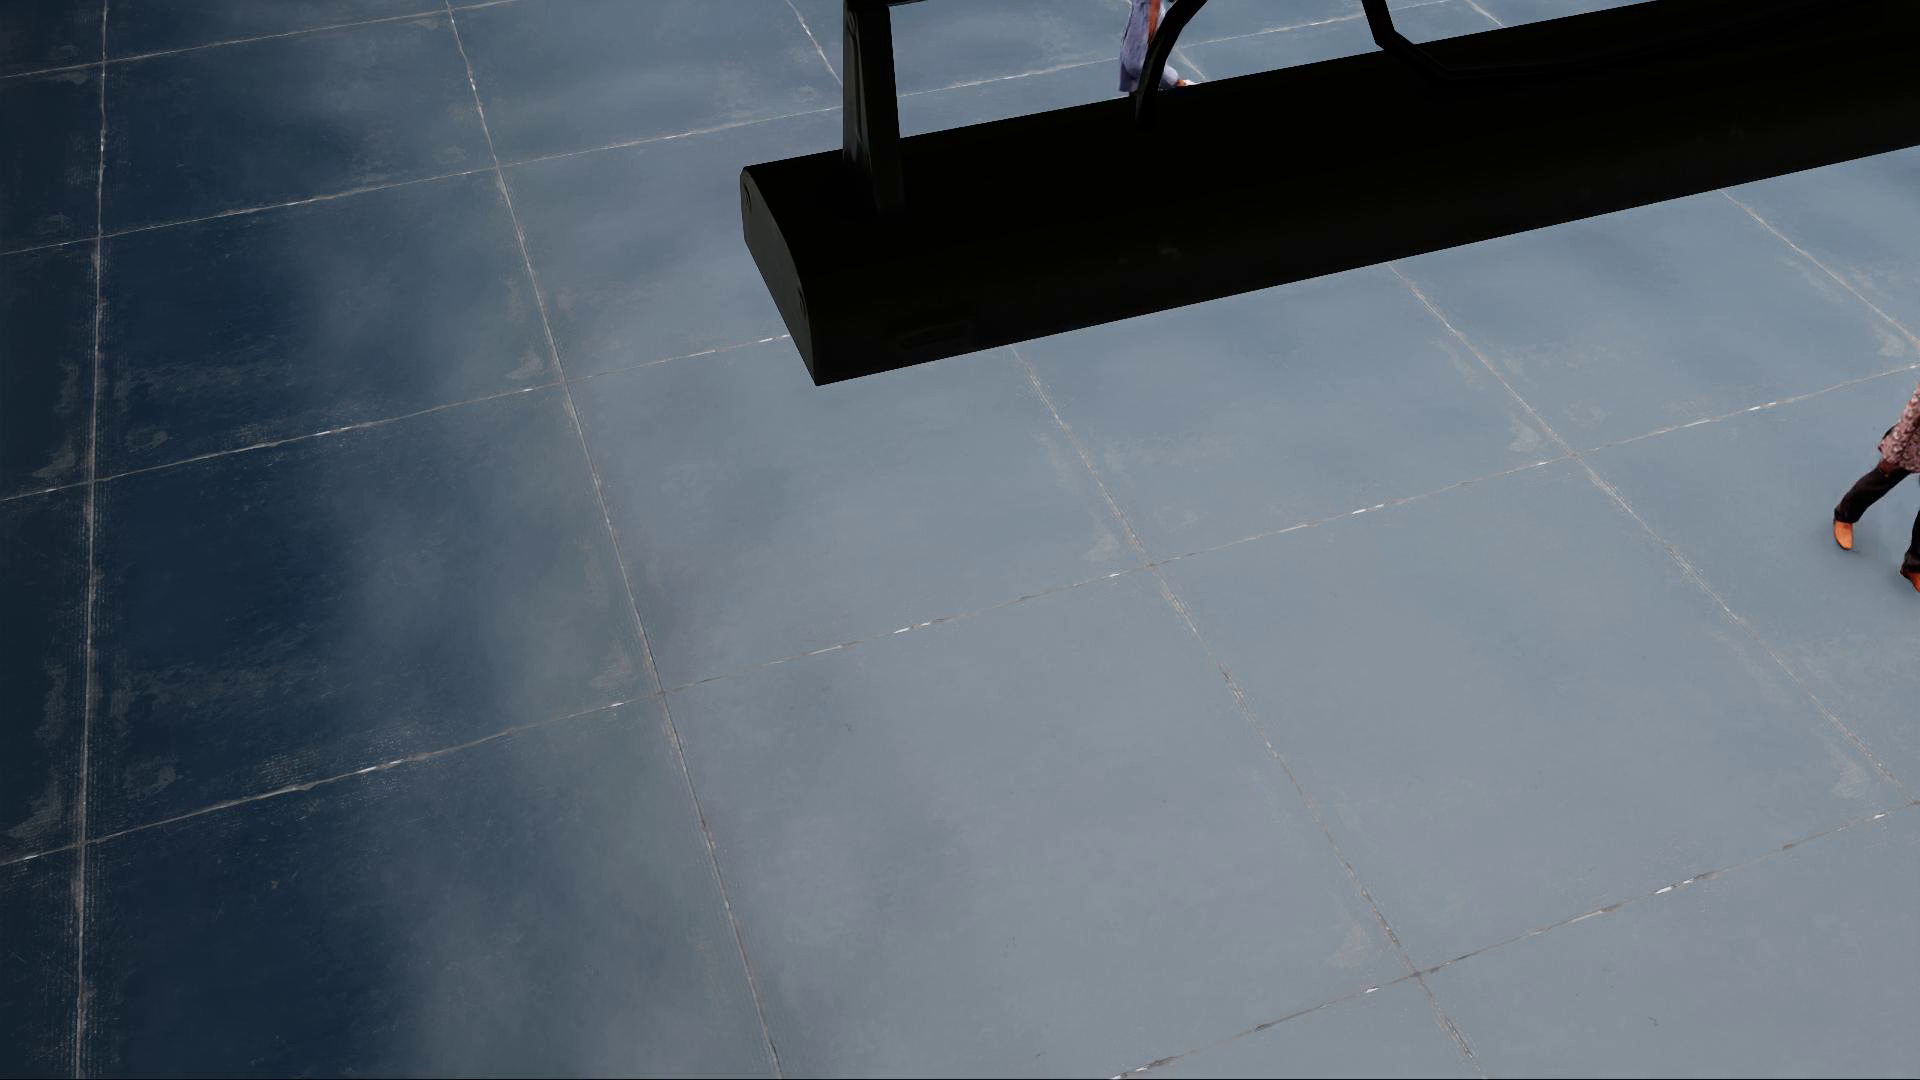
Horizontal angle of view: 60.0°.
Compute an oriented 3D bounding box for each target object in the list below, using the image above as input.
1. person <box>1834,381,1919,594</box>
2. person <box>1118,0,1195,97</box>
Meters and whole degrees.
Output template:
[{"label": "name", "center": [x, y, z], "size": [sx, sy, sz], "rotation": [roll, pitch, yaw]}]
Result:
[{"label": "person", "center": [5.487, -0.576, 9.483], "size": [0.902, 1.753, 1.128], "rotation": [-1, 43, -1]}, {"label": "person", "center": [1.579, -4.177, 13.394], "size": [0.787, 1.680, 0.914], "rotation": [-3, 43, -3]}]
